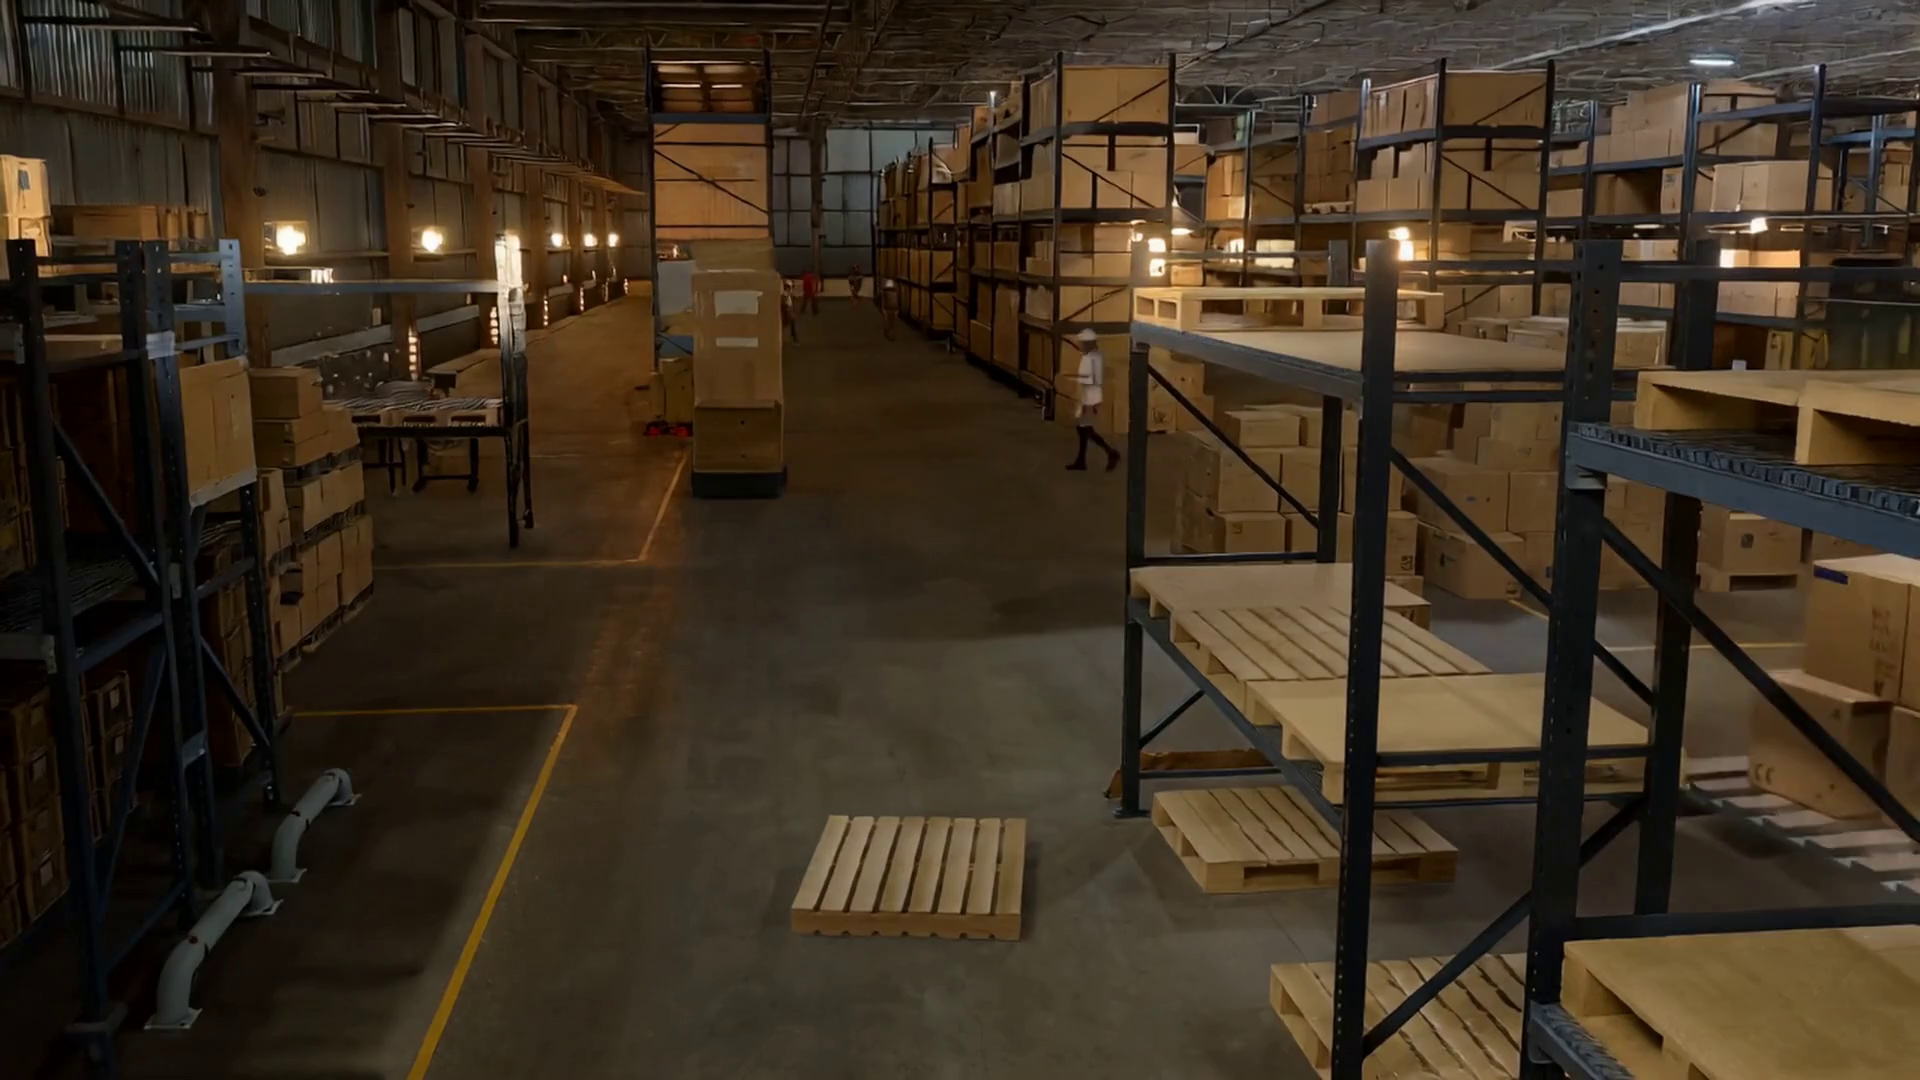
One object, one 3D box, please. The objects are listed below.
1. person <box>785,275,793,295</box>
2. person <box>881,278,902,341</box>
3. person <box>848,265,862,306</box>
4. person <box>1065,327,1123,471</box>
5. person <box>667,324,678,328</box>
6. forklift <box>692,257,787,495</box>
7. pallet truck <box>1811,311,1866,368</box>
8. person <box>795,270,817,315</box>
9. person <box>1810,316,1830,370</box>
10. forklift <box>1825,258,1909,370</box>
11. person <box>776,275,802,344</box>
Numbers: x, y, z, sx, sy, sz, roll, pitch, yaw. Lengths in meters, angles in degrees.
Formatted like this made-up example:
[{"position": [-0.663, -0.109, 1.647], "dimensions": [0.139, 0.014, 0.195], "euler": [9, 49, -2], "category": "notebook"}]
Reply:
[{"position": [-6.887, -9.847, 66.934], "dimensions": [0.315, 1.640, 0.515], "euler": [0, 10, -1], "category": "person"}, {"position": [-2.083, -7.006, 50.495], "dimensions": [0.650, 1.893, 0.622], "euler": [-2, 10, -12], "category": "person"}, {"position": [-4.809, -11.707, 76.465], "dimensions": [0.654, 1.916, 0.520], "euler": [0, 10, -1], "category": "person"}, {"position": [1.761, -1.821, 21.727], "dimensions": [0.805, 1.914, 0.552], "euler": [4, 11, 23], "category": "person"}, {"position": [-7.485, -5.704, 43.821], "dimensions": [0.541, 1.696, 0.316], "euler": [-8, 13, -37], "category": "person"}, {"position": [-2.699, -2.034, 20.203], "dimensions": [1.129, 2.768, 1.873], "euler": [-1, 10, -6], "category": "forklift"}, {"position": [15.846, -3.142, 28.793], "dimensions": [1.885, 1.965, 0.823], "euler": [2, 10, 12], "category": "pallet truck"}, {"position": [-6.176, -9.964, 67.040], "dimensions": [0.856, 1.854, 0.664], "euler": [2, 10, 12], "category": "person"}, {"position": [13.131, -2.462, 25.273], "dimensions": [0.397, 1.911, 0.587], "euler": [10, 14, 43], "category": "person"}, {"position": [10.315, -1.841, 19.136], "dimensions": [1.873, 2.768, 1.129], "euler": [-1, 10, -7], "category": "forklift"}, {"position": [-5.077, -6.708, 48.482], "dimensions": [0.861, 2.022, 0.618], "euler": [-1, 10, -4], "category": "person"}]
